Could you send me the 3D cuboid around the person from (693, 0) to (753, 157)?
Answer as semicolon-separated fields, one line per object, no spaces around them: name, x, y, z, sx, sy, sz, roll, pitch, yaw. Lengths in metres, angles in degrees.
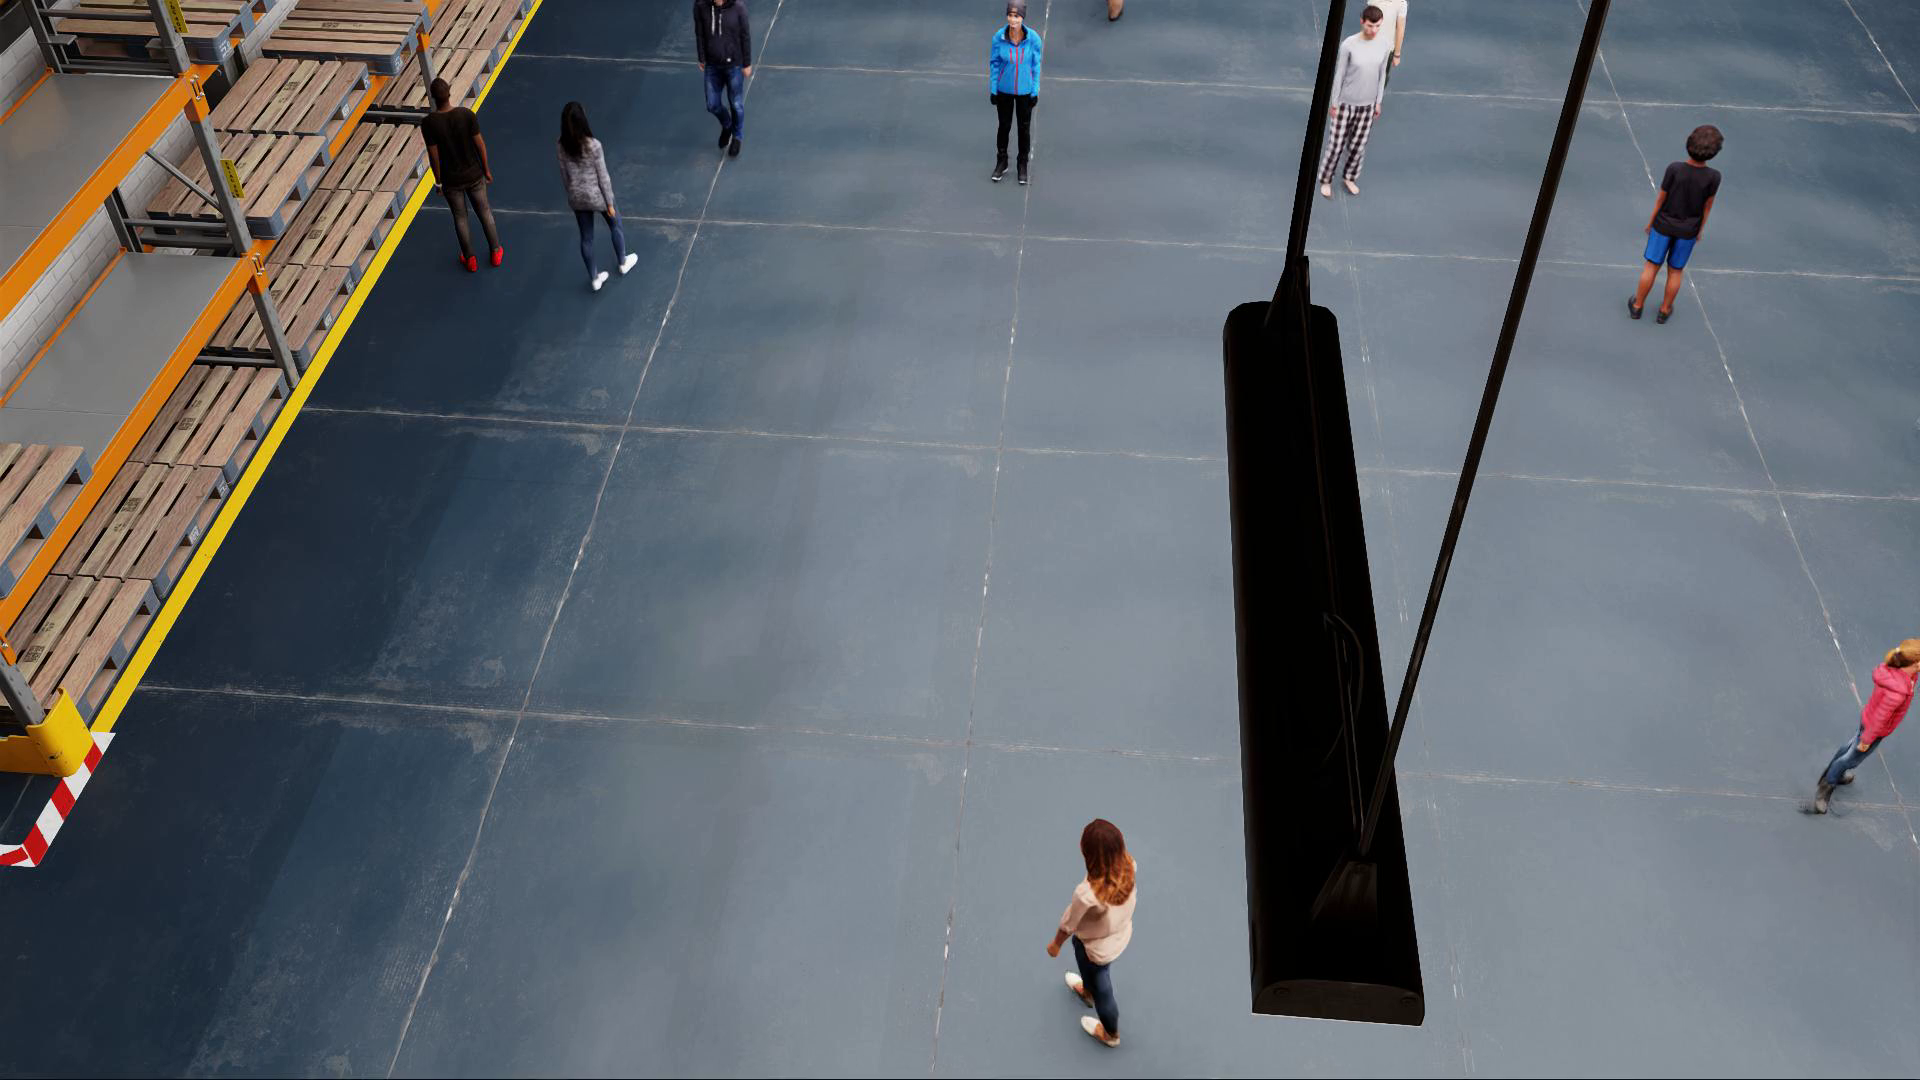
person;-2.209;-4.578;15.780;0.696;1.881;0.631;5;44;6

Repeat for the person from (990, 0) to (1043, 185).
person;0.510;-4.156;15.397;0.633;1.798;0.536;7;44;7

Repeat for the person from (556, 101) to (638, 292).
person;-3.176;-2.864;14.097;0.734;1.721;0.834;11;45;12

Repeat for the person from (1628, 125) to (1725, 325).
person;5.934;-2.602;13.765;0.652;1.799;0.647;14;45;15

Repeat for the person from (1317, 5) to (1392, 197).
person;3.623;-4.026;15.224;0.667;1.847;0.597;-4;44;-4

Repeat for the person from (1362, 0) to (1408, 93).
person;4.115;-4.817;16.223;0.830;1.615;1.213;17;46;17

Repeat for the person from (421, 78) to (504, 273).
person;-4.297;-3.145;14.331;0.718;1.805;0.700;-16;46;-16

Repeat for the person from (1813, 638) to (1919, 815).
person;5.572;1.140;10.201;0.770;1.297;0.609;32;52;29

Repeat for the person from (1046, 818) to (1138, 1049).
person;0.809;2.162;8.785;0.866;1.770;0.815;31;51;28
